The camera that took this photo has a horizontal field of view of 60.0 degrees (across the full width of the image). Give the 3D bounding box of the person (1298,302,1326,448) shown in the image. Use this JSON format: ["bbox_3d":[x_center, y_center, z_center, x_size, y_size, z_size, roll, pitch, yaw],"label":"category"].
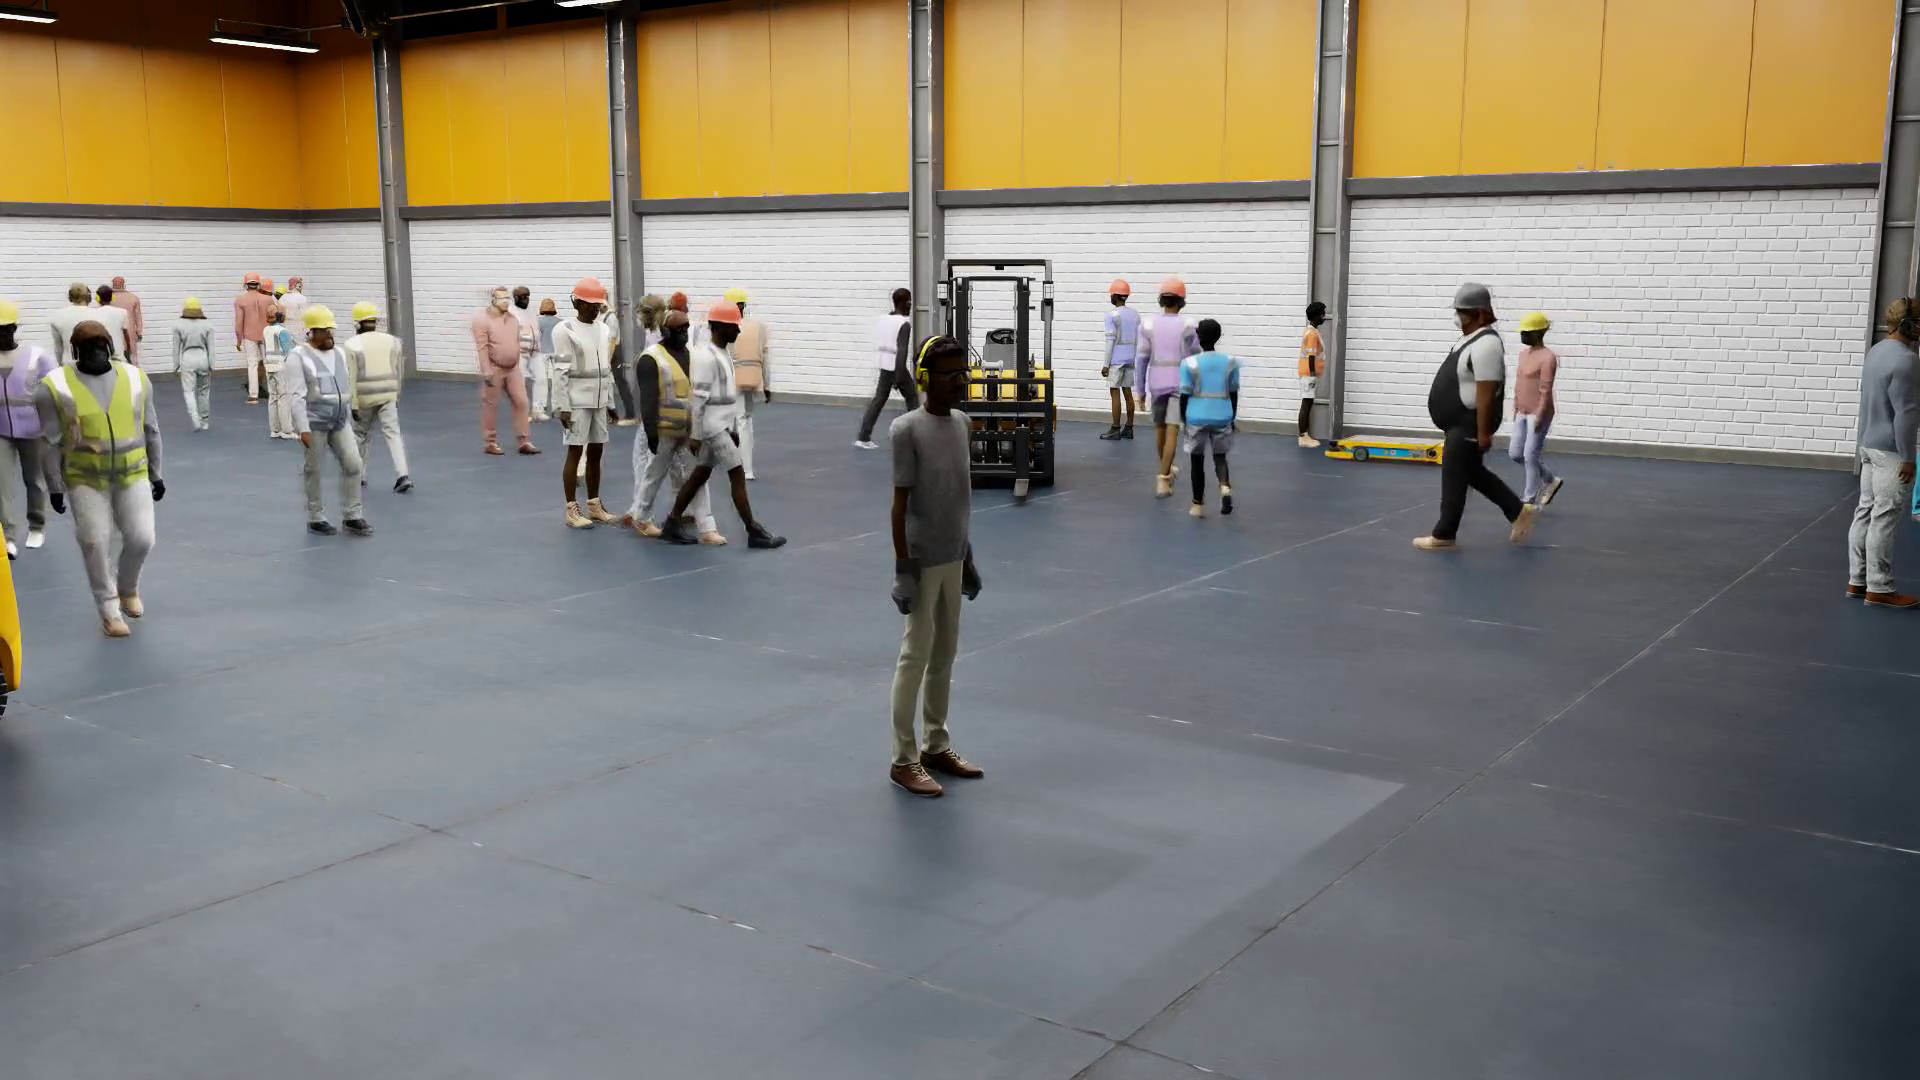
[{"bbox_3d":[4.086,-1.916,19.322,0.319,1.690,0.531,2,10,10],"label":"person"}]

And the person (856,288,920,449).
[{"bbox_3d":[-0.753,-1.966,19.156,1.051,1.864,0.589,-6,11,-34],"label":"person"}]

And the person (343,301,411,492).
[{"bbox_3d":[-5.479,-1.338,15.597,0.590,1.792,0.930,-8,13,-40],"label":"person"}]

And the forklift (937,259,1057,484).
[{"bbox_3d":[0.370,-1.738,16.759,1.214,2.155,2.313,1,10,3],"label":"forklift"}]

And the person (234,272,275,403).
[{"bbox_3d":[-10.701,-3.073,25.300,0.609,1.996,0.383,-8,12,-38],"label":"person"}]

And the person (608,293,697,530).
[{"bbox_3d":[-2.507,-1.015,13.305,0.838,1.901,0.661,-2,10,-11],"label":"person"}]

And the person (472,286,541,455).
[{"bbox_3d":[-5.026,-1.859,18.425,0.818,1.879,0.651,8,12,39],"label":"person"}]

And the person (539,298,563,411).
[{"bbox_3d":[-5.912,-2.663,23.965,0.494,1.624,0.281,-5,11,-25],"label":"person"}]

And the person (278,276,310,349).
[{"bbox_3d":[-10.958,-3.409,27.572,0.642,1.906,0.410,5,11,27],"label":"person"}]

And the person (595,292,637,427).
[{"bbox_3d":[-4.614,-2.325,21.457,0.990,1.784,0.527,-8,13,-41],"label":"person"}]

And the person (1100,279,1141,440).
[{"bbox_3d":[1.923,-2.174,20.104,0.545,1.943,0.347,-8,13,-41],"label":"person"}]

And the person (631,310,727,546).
[{"bbox_3d":[-2.224,-0.865,12.777,0.952,1.798,0.649,8,12,39],"label":"person"}]

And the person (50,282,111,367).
[{"bbox_3d":[-9.787,-1.919,18.673,0.643,1.917,0.735,-2,10,-9],"label":"person"}]

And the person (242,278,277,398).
[{"bbox_3d":[-10.915,-3.141,26.015,0.546,1.889,0.605,-3,10,-18],"label":"person"}]

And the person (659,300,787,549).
[{"bbox_3d":[-1.846,-0.867,12.536,1.010,1.880,0.550,1,10,4],"label":"person"}]

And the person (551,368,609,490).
[{"bbox_3d":[-3.628,-1.278,15.788,0.522,1.583,0.869,2,10,10],"label":"person"}]

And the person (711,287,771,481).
[{"bbox_3d":[-2.215,-1.550,16.508,0.610,1.897,0.726,-6,11,-33],"label":"person"}]

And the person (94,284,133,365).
[{"bbox_3d":[-11.400,-2.505,22.365,0.524,1.842,0.782,-6,12,-34],"label":"person"}]

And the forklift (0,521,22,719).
[{"bbox_3d":[-5.296,-0.090,6.943,1.214,2.155,2.313,7,12,35],"label":"forklift"}]

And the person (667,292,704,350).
[{"bbox_3d":[-3.029,-1.724,17.779,0.585,1.828,1.044,-6,11,-33],"label":"person"}]

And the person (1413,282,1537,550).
[{"bbox_3d":[3.878,-0.926,12.376,0.831,2.000,0.695,2,10,12],"label":"person"}]

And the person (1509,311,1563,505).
[{"bbox_3d":[4.915,-1.071,14.127,0.517,1.748,0.530,-2,10,-13],"label":"person"}]

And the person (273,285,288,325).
[{"bbox_3d":[-11.365,-3.392,27.914,0.518,1.757,0.340,3,10,15],"label":"person"}]

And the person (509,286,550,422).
[{"bbox_3d":[-5.775,-2.470,22.215,0.603,1.825,0.666,7,12,36],"label":"person"}]

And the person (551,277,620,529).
[{"bbox_3d":[-3.007,-1.110,13.500,0.395,2.033,0.605,6,11,32],"label":"person"}]

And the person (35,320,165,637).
[{"bbox_3d":[-4.948,-0.355,9.605,0.655,1.829,0.467,-8,12,-40],"label":"person"}]

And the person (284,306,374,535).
[{"bbox_3d":[-4.905,-0.913,12.977,0.706,1.805,0.611,6,11,32],"label":"person"}]

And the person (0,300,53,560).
[{"bbox_3d":[-6.938,-0.814,12.204,0.604,1.875,1.017,-4,10,-21],"label":"person"}]

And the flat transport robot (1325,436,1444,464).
[{"bbox_3d":[4.744,-0.983,17.978,1.431,0.197,0.652,6,11,30],"label":"flat transport robot"}]

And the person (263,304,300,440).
[{"bbox_3d":[-8.249,-2.034,20.171,0.511,1.641,0.307,7,12,38],"label":"person"}]

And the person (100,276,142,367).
[{"bbox_3d":[-14.434,-3.586,28.650,0.641,1.900,0.404,-5,11,-29],"label":"person"}]

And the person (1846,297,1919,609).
[{"bbox_3d":[5.835,-0.547,10.425,0.368,1.939,0.632,1,10,9],"label":"person"}]

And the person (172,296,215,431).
[{"bbox_3d":[-9.721,-2.234,21.135,0.494,1.719,0.737,-5,11,-26],"label":"person"}]

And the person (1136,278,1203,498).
[{"bbox_3d":[1.978,-1.419,15.442,0.612,1.988,1.044,4,10,22],"label":"person"}]

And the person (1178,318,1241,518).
[{"bbox_3d":[2.075,-1.001,13.850,0.548,1.686,0.448,-2,10,-9],"label":"person"}]

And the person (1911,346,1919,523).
[{"bbox_3d":[8.115,-1.052,13.697,0.565,1.849,0.389,-3,10,-16],"label":"person"}]

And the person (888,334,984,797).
[{"bbox_3d":[-0.095,0.095,6.811,0.310,1.868,0.532,7,12,35],"label":"person"}]
